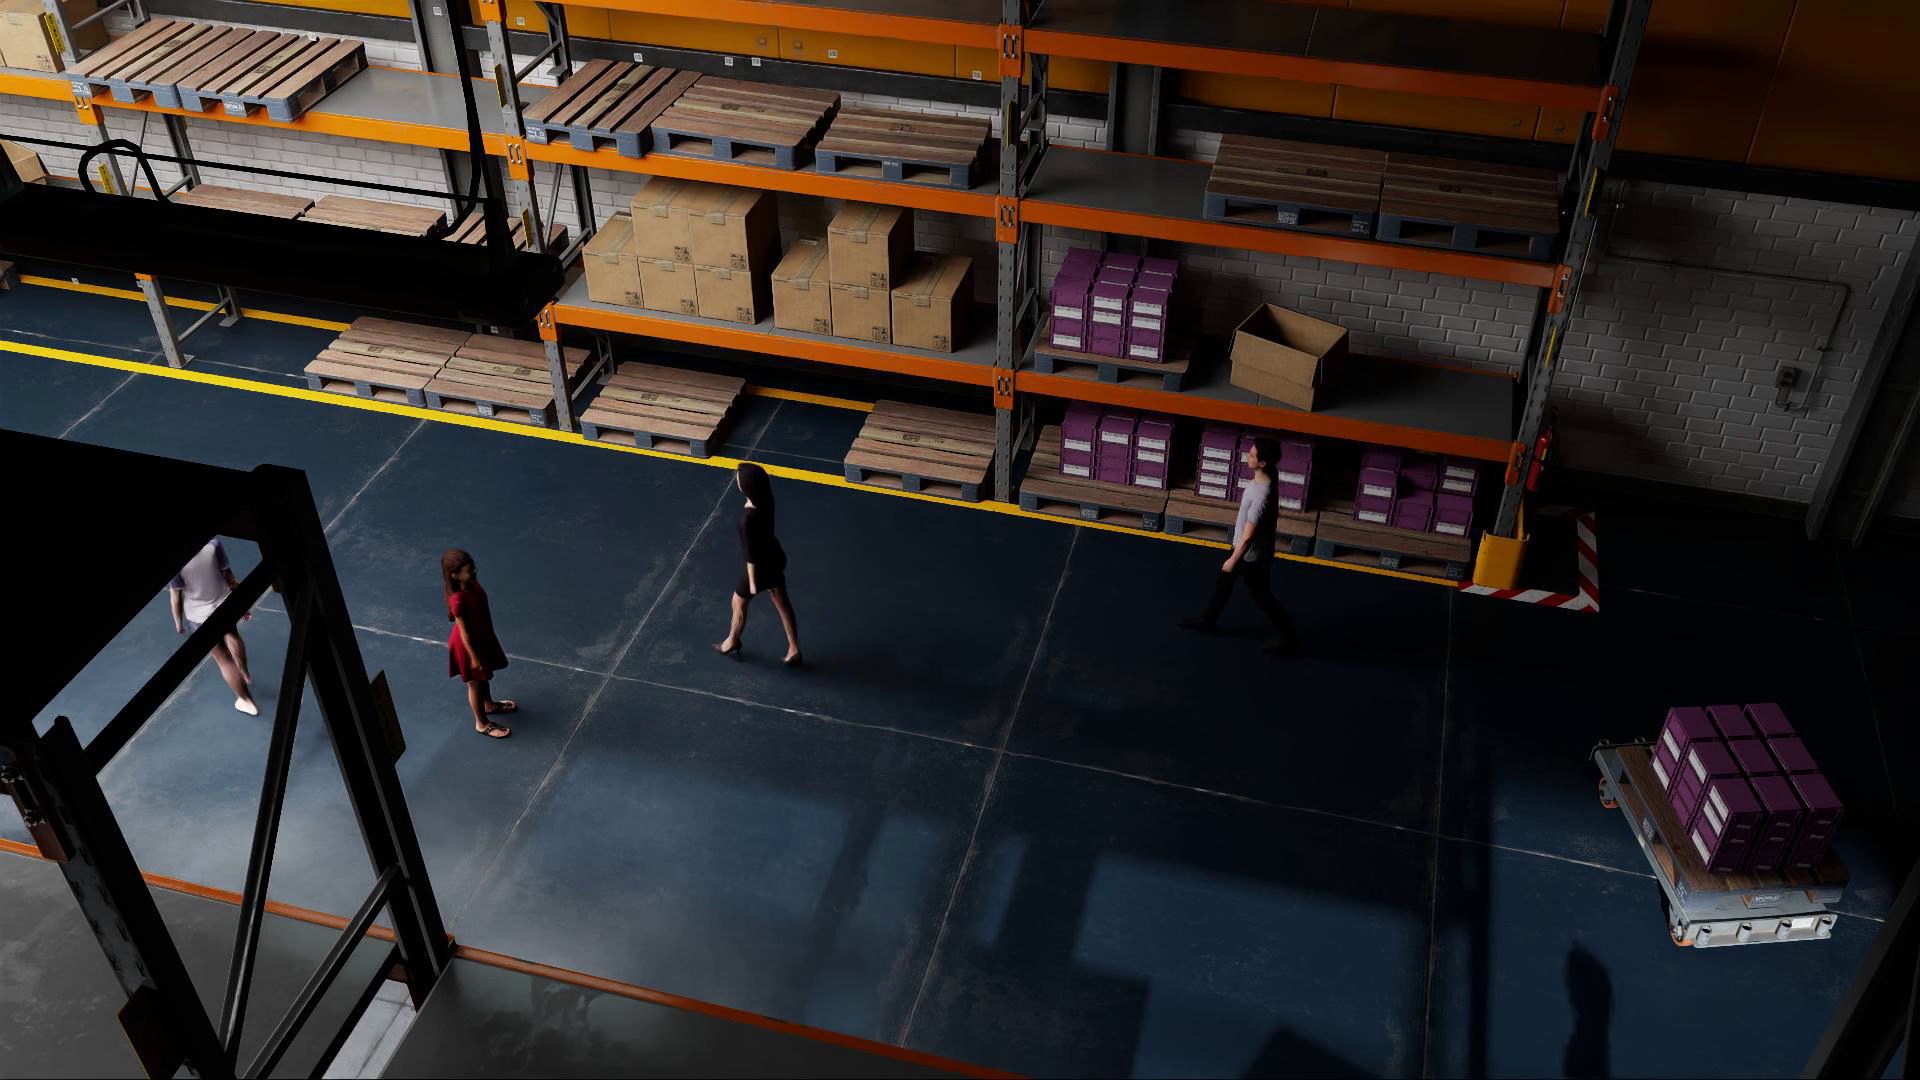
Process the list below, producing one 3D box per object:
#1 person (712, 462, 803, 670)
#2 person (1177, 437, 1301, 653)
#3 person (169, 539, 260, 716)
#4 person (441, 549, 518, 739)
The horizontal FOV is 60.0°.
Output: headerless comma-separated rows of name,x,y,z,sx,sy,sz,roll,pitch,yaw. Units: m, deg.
person,-1.326,0.252,11.864,0.988,1.774,0.748,17,42,21
person,2.216,0.099,12.014,1.177,1.825,0.751,5,39,7
person,-5.132,0.537,11.524,0.854,1.752,0.760,26,46,29
person,-3.371,0.684,11.501,0.670,1.553,0.615,0,39,0
